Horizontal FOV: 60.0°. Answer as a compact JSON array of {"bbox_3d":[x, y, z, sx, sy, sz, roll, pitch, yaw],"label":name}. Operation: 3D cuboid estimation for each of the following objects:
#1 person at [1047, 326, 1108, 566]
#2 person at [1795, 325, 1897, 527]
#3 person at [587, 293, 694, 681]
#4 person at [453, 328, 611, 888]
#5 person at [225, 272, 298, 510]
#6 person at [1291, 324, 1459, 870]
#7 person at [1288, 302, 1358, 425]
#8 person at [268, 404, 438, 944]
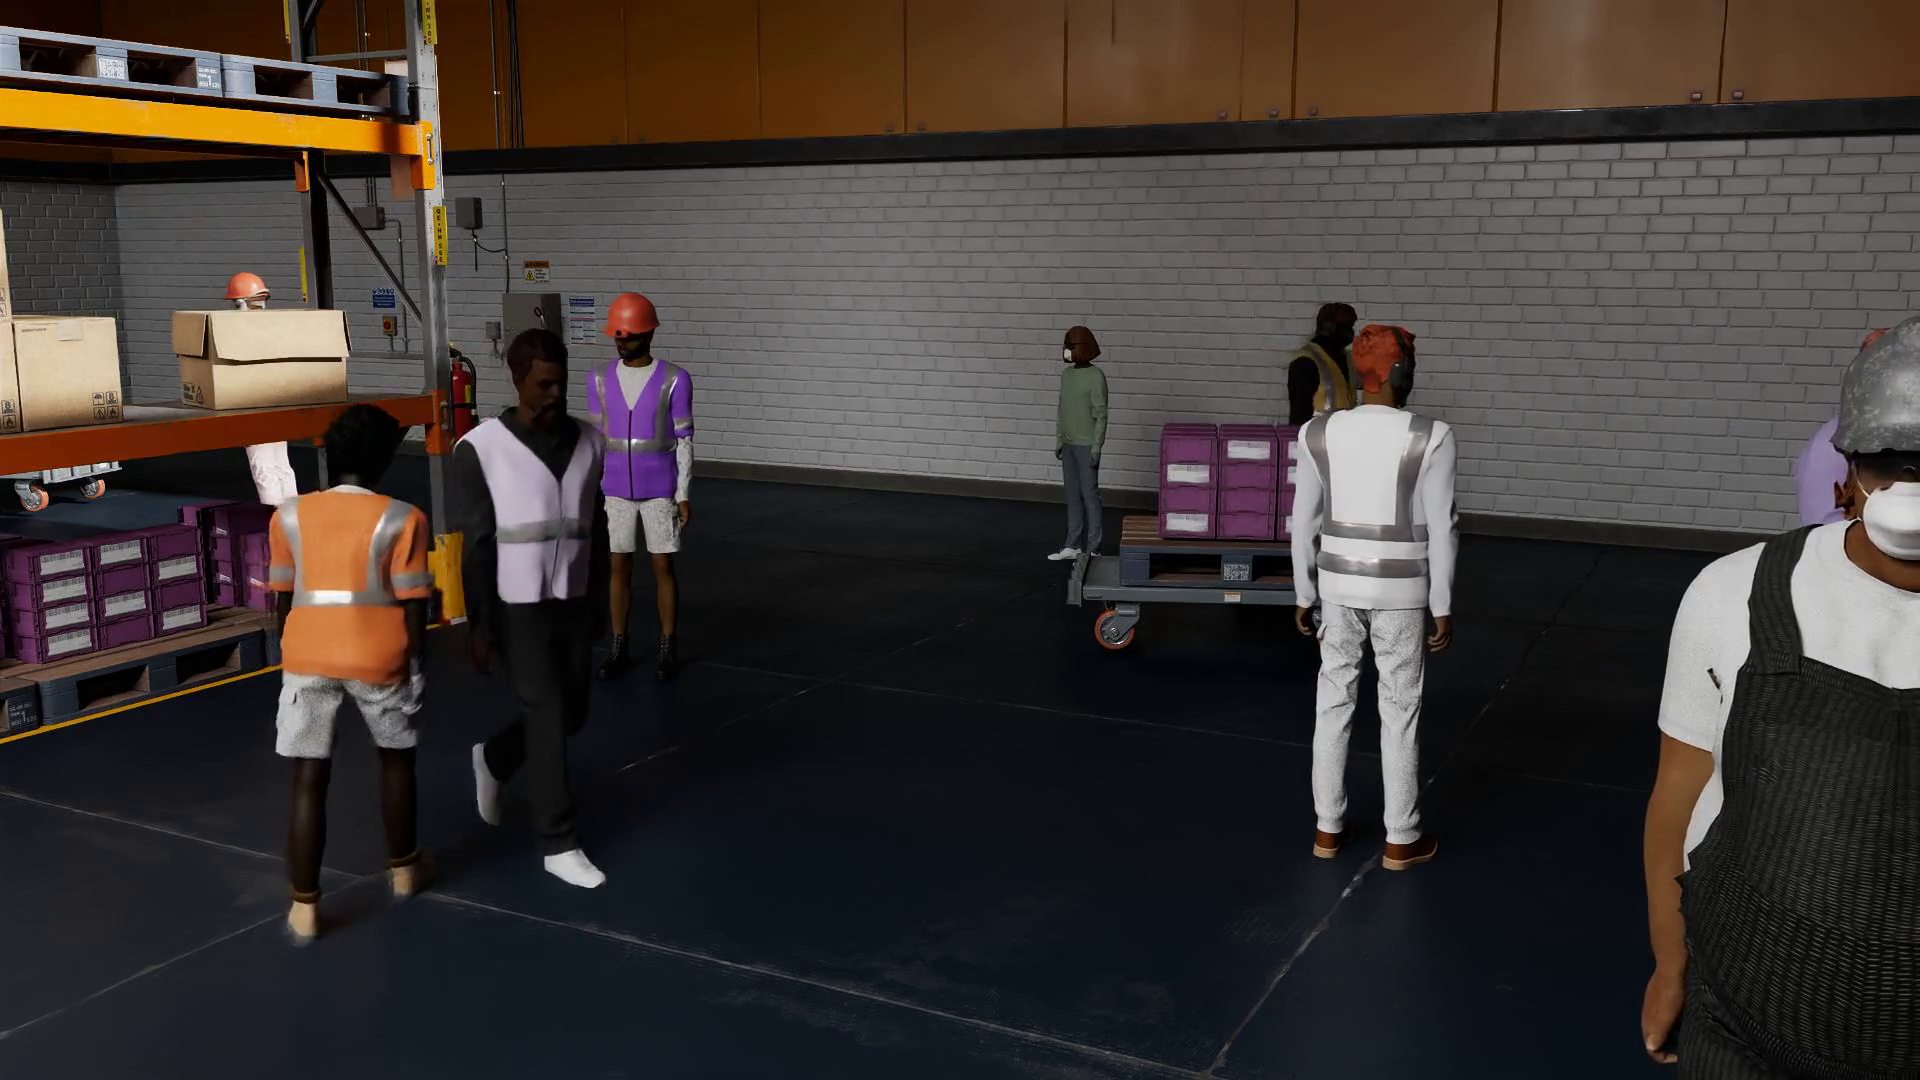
[{"bbox_3d":[0.813,-0.638,11.348,0.276,1.633,0.507,-6,11,-30],"label":"person"},{"bbox_3d":[2.855,0.289,5.203,0.644,1.903,0.400,-8,12,-38],"label":"person"},{"bbox_3d":[-1.593,-0.252,8.255,0.542,1.930,0.374,1,10,5],"label":"person"},{"bbox_3d":[-1.490,0.210,5.738,0.753,1.886,0.598,8,12,37],"label":"person"},{"bbox_3d":[-4.848,-0.848,11.524,0.393,1.990,0.617,0,10,1],"label":"person"},{"bbox_3d":[1.435,0.200,5.774,0.574,1.884,0.360,7,12,33],"label":"person"},{"bbox_3d":[2.296,-0.584,10.492,0.449,1.821,0.641,8,13,39],"label":"person"},{"bbox_3d":[-1.935,0.408,5.271,0.540,1.645,0.605,0,10,0],"label":"person"}]
